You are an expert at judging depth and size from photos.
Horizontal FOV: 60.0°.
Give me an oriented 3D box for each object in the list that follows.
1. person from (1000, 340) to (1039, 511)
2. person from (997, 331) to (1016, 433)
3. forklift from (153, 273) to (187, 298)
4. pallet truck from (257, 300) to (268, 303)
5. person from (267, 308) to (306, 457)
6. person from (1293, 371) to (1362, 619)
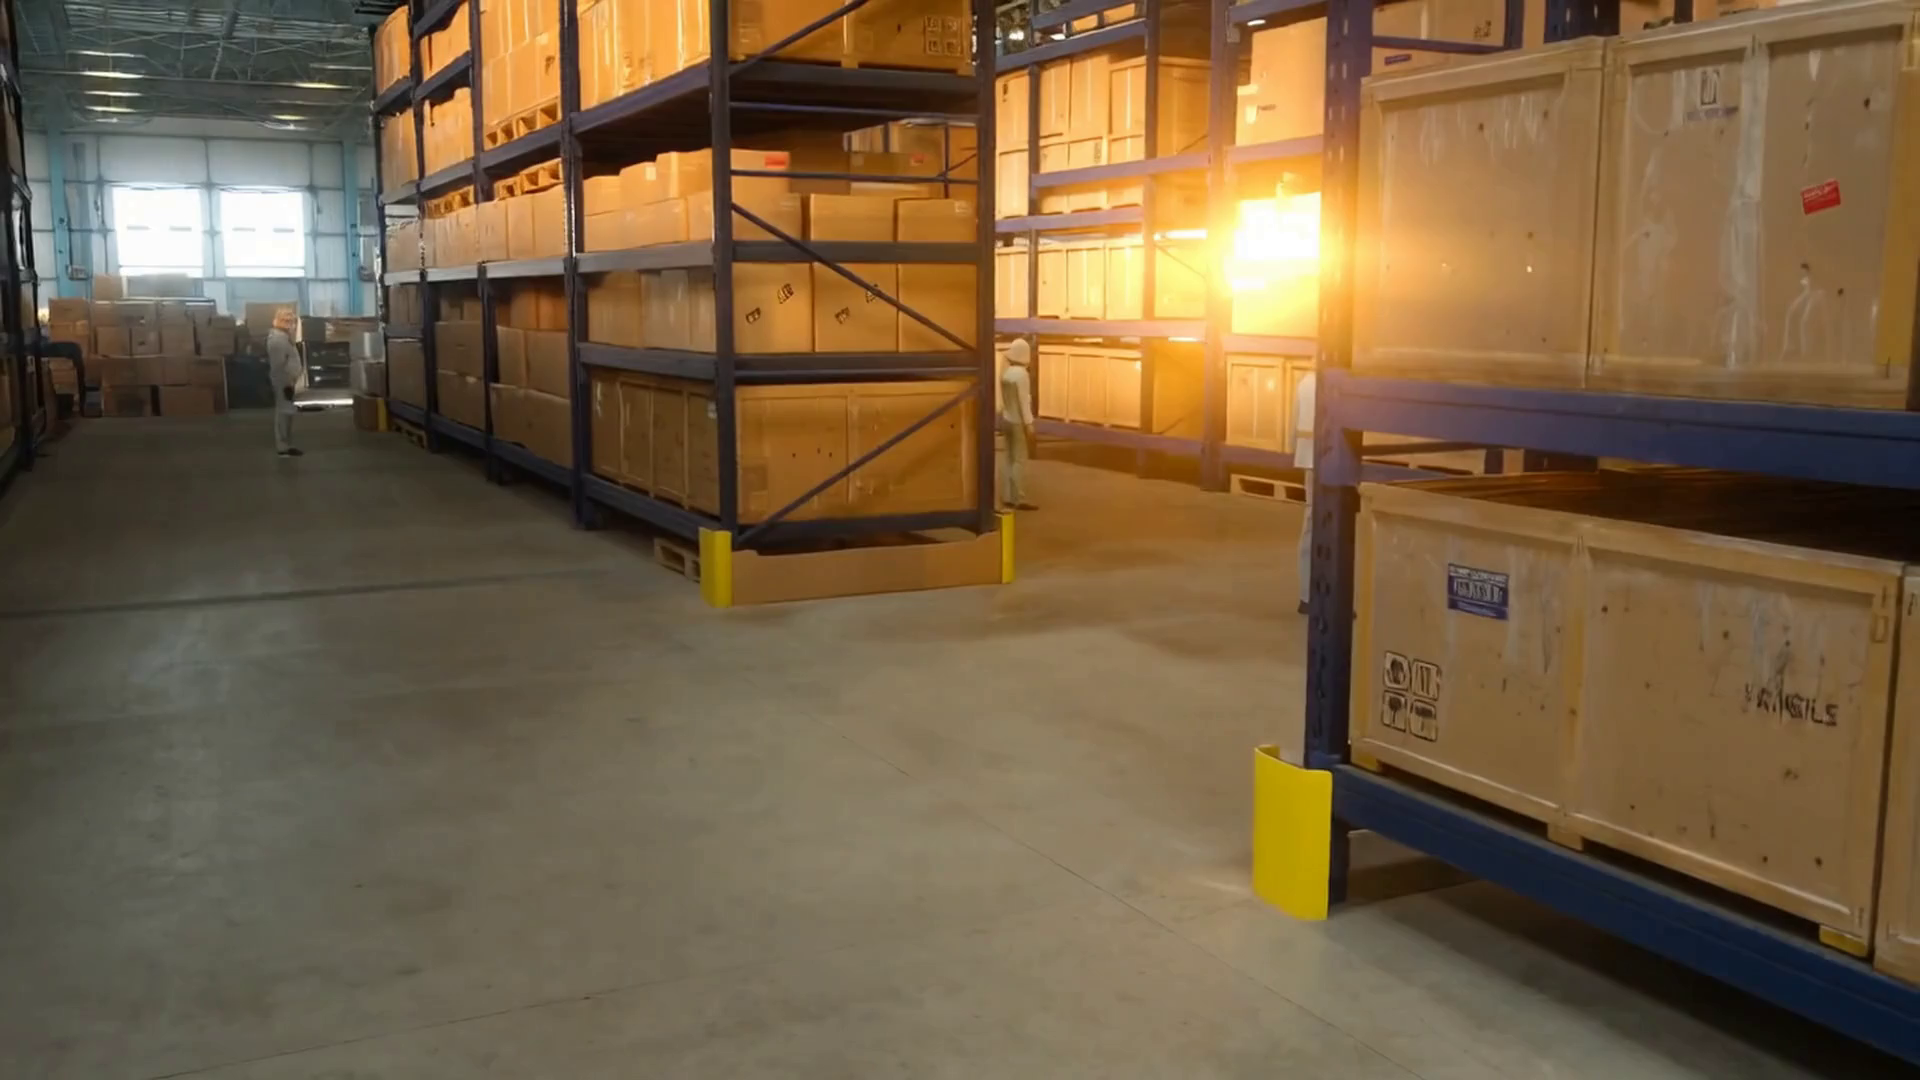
[{"bbox_3d":[0.549,-1.090,15.880,0.285,1.634,0.499,-4,9,-24],"label":"person"},{"bbox_3d":[0.703,-2.344,24.501,0.314,1.642,0.514,-4,9,-24],"label":"person"},{"bbox_3d":[-24.722,-6.986,52.262,1.873,2.768,1.129,6,10,36],"label":"forklift"},{"bbox_3d":[-23.913,-7.404,58.171,1.885,1.965,0.823,-1,8,-9],"label":"pallet truck"},{"bbox_3d":[-8.644,-2.018,21.344,0.401,1.910,0.640,-4,9,-24],"label":"person"},{"bbox_3d":[2.329,-0.422,10.538,0.395,1.847,0.564,-4,9,-24],"label":"person"}]
